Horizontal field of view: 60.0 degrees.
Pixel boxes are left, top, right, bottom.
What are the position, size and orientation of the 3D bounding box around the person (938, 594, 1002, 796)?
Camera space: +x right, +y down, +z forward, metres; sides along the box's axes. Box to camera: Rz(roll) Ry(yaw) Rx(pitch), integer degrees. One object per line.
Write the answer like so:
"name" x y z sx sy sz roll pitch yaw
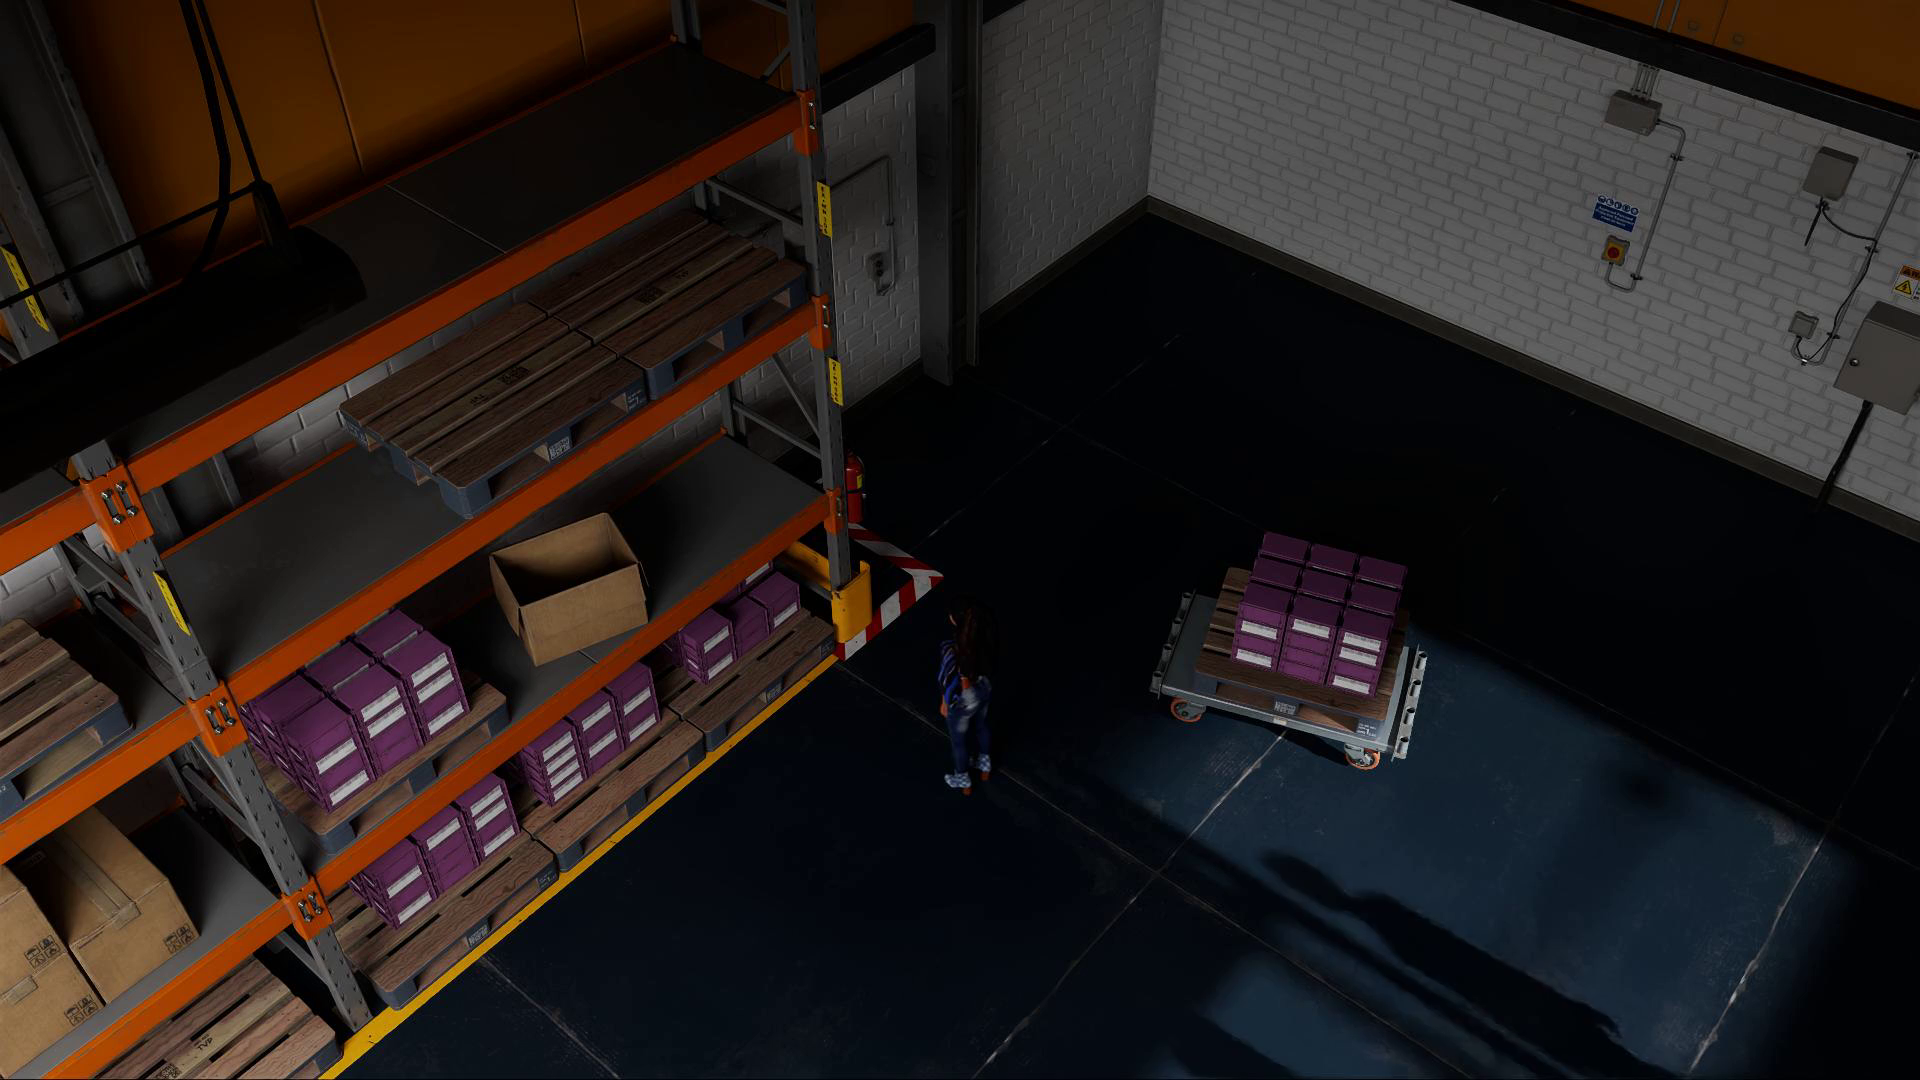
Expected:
"person" 0.050 0.931 10.038 0.657 1.622 0.469 30 51 28
